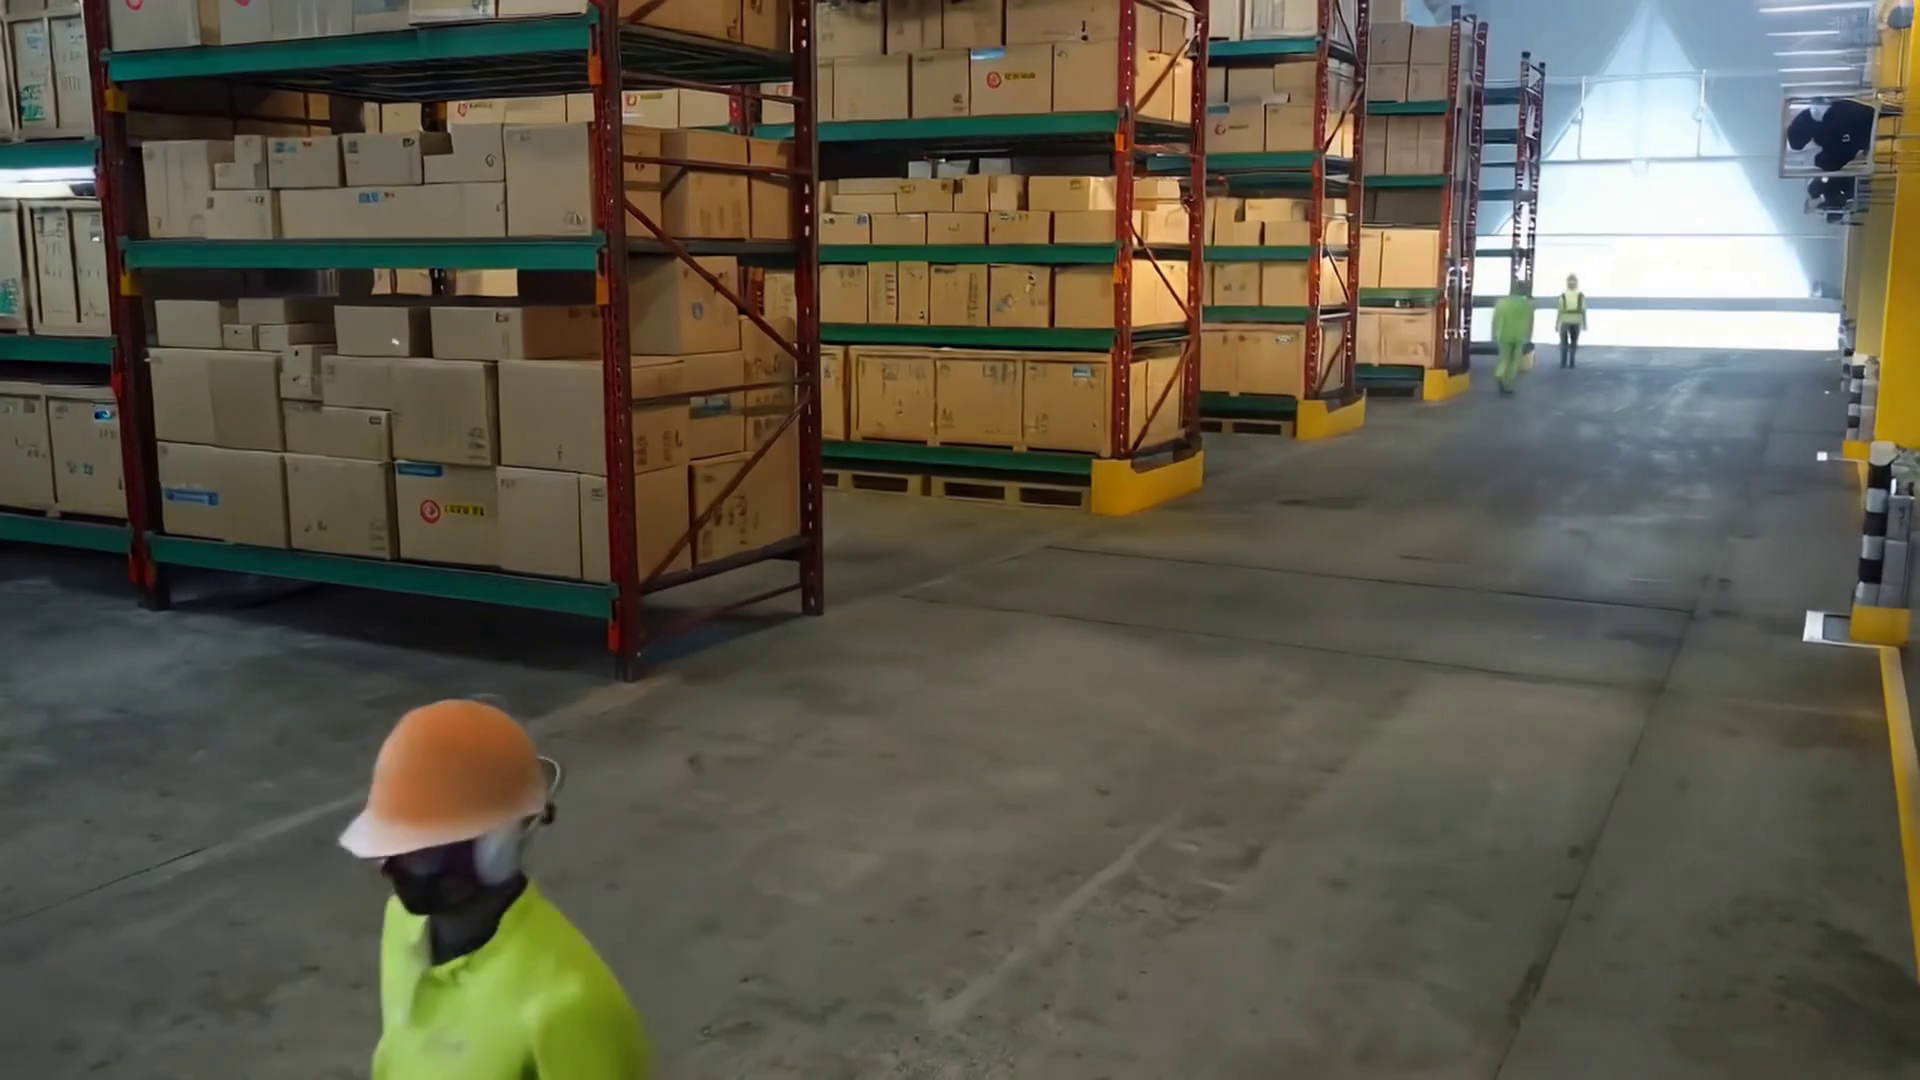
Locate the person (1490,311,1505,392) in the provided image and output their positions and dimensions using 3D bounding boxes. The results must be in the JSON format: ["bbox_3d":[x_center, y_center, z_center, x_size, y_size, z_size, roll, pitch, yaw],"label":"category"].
[{"bbox_3d":[9.191,-3.304,28.016,0.539,1.626,0.586,2,10,11],"label":"person"}]

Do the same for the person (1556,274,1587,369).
[{"bbox_3d":[12.393,-4.430,33.703,0.616,1.902,0.710,3,10,19],"label":"person"}]

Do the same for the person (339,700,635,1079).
[{"bbox_3d":[-0.641,1.051,2.490,0.726,1.725,0.561,-8,13,-39],"label":"person"}]

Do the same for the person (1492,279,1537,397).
[{"bbox_3d":[8.972,-3.256,26.917,0.665,1.904,0.440,8,13,40],"label":"person"}]
